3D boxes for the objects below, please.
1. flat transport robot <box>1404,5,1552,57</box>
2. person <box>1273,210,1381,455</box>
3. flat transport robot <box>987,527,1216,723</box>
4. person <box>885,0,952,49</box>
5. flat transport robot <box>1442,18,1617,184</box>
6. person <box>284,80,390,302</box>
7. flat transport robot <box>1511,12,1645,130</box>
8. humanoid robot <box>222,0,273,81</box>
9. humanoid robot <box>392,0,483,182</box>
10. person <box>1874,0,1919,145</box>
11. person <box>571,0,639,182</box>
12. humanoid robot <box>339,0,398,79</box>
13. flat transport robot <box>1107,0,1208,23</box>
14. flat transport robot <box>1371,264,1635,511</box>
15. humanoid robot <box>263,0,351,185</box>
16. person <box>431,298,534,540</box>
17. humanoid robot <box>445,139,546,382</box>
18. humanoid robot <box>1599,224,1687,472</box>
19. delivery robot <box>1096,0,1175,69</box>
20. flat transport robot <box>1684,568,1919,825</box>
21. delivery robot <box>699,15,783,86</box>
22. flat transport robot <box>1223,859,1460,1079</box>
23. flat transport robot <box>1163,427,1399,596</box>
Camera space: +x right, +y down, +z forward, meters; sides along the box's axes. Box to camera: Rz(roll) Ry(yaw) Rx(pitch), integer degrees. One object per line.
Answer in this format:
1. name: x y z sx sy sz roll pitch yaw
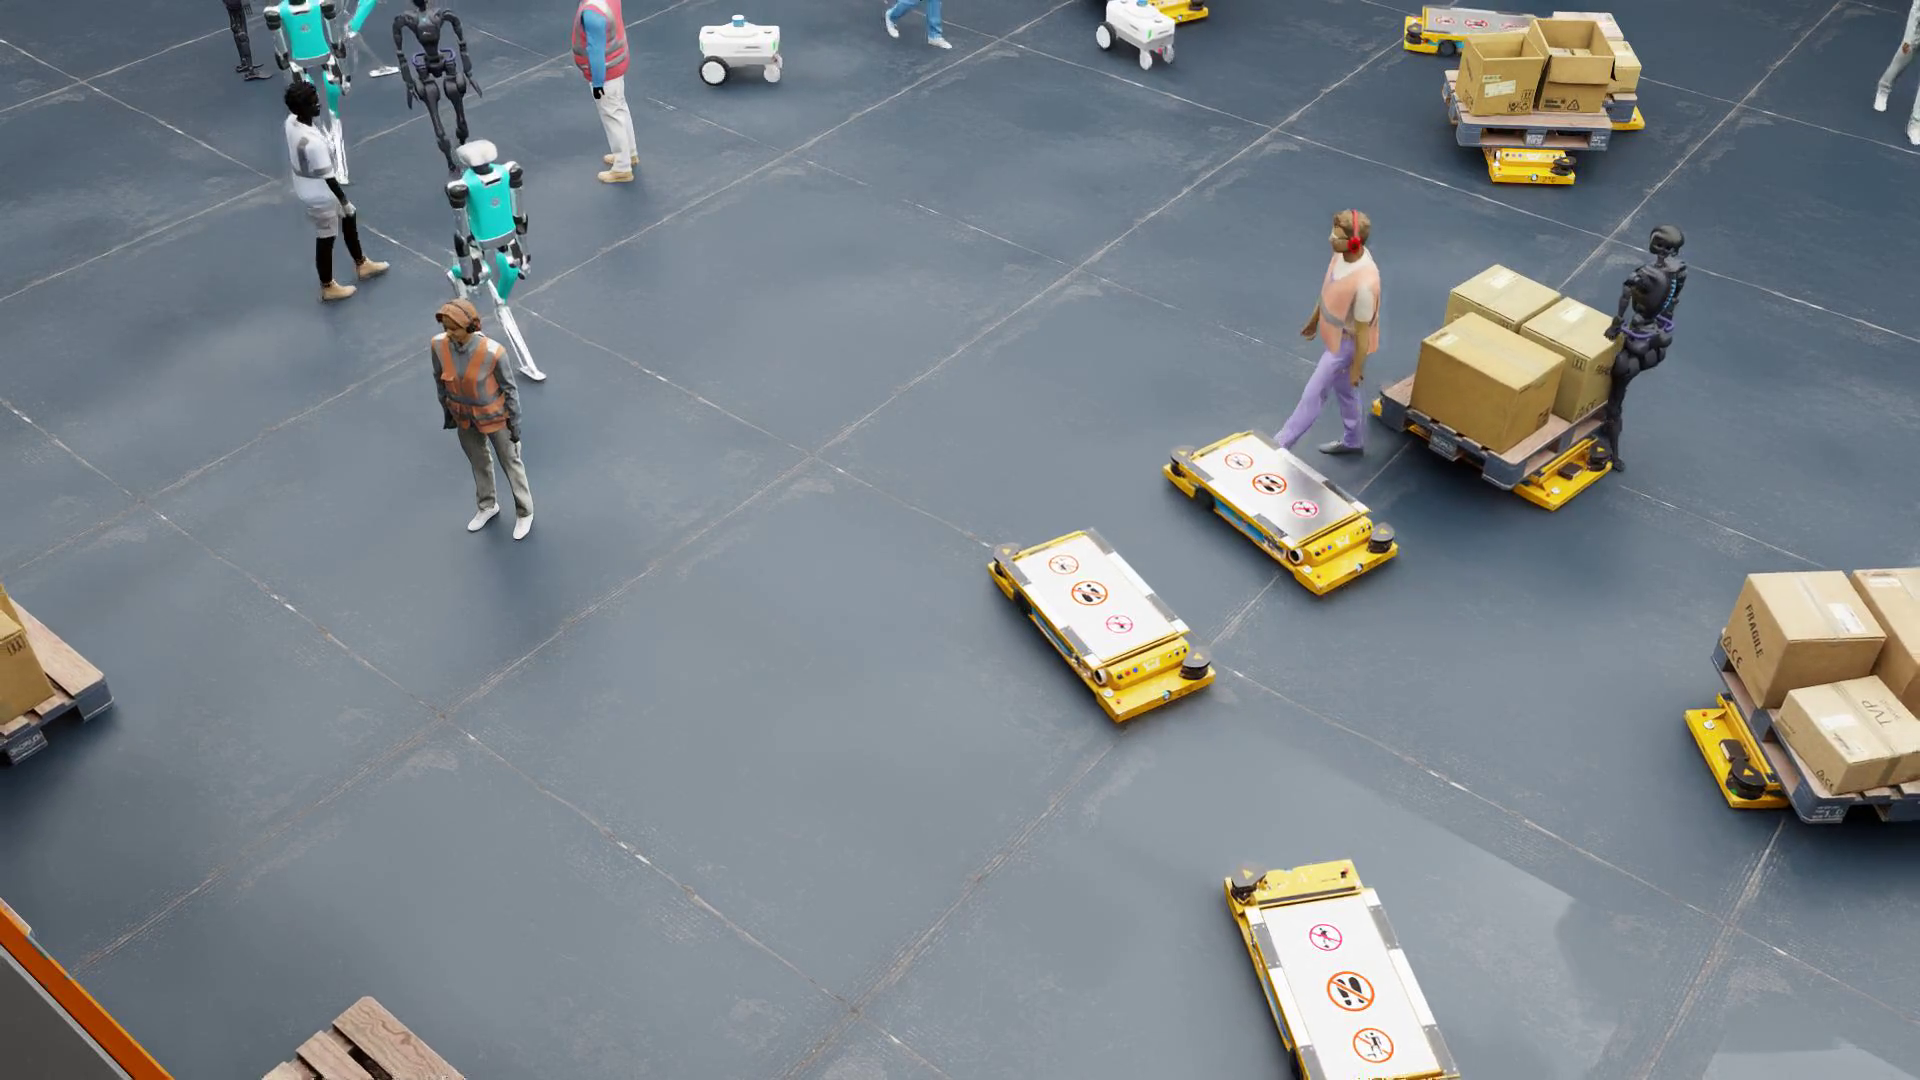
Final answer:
1. flat transport robot: 4.932 -4.763 15.681 1.431 0.231 0.659 9 41 10
2. person: 2.250 -1.234 10.343 0.869 1.804 0.579 0 40 0
3. flat transport robot: 0.791 0.433 9.569 0.659 0.231 1.431 -20 44 -22
4. person: -0.391 -5.372 15.281 0.552 1.711 0.514 30 49 30
5. flat transport robot: 4.757 -3.443 14.128 0.659 0.231 1.431 3 40 3
6. person: -4.477 -2.515 11.943 0.680 1.670 0.557 -22 45 -23
7. flat transport robot: 5.216 -3.843 14.599 1.431 0.231 0.659 3 40 3
8. humanoid robot: -6.500 -4.961 14.816 0.315 1.657 0.599 -21 45 -23
9. humanoid robot: -4.180 -3.719 13.395 0.599 1.663 0.657 -12 42 -13
10. person: 8.185 -4.310 14.042 0.488 1.696 0.869 7 41 8
11. person: -2.861 -3.771 13.312 0.431 1.836 0.629 0 40 0
12. humanoid robot: -5.400 -4.902 14.785 0.808 1.885 0.548 -21 45 -22
13. flat transport robot: 1.798 -5.471 16.514 0.659 0.231 1.431 -18 44 -20
14. flat transport robot: 3.484 -0.717 10.921 0.659 0.231 1.431 -29 48 -30
15. humanoid robot: -5.246 -3.813 13.476 0.530 1.749 1.035 -18 43 -20
16. person: -2.830 -0.717 9.862 0.524 1.639 0.305 11 42 13
17. humanoid robot: -3.273 -1.955 11.282 0.540 1.776 1.027 -33 50 -32
18. humanoid robot: 4.223 -1.225 10.451 0.594 1.650 0.570 -19 44 -21
19. delivery robot: 1.656 -4.767 15.475 0.499 0.608 0.797 -23 45 -24
20. flat transport robot: 4.667 1.096 8.789 1.431 0.231 0.659 -2 40 -2
21. delivery robot: -2.014 -4.457 15.111 0.805 0.609 0.499 0 40 0
22. flat transport robot: 1.742 2.069 7.644 0.659 0.231 1.431 -7 41 -8
23. flat transport robot: 1.976 -0.224 10.342 0.659 0.231 1.431 -24 46 -26
